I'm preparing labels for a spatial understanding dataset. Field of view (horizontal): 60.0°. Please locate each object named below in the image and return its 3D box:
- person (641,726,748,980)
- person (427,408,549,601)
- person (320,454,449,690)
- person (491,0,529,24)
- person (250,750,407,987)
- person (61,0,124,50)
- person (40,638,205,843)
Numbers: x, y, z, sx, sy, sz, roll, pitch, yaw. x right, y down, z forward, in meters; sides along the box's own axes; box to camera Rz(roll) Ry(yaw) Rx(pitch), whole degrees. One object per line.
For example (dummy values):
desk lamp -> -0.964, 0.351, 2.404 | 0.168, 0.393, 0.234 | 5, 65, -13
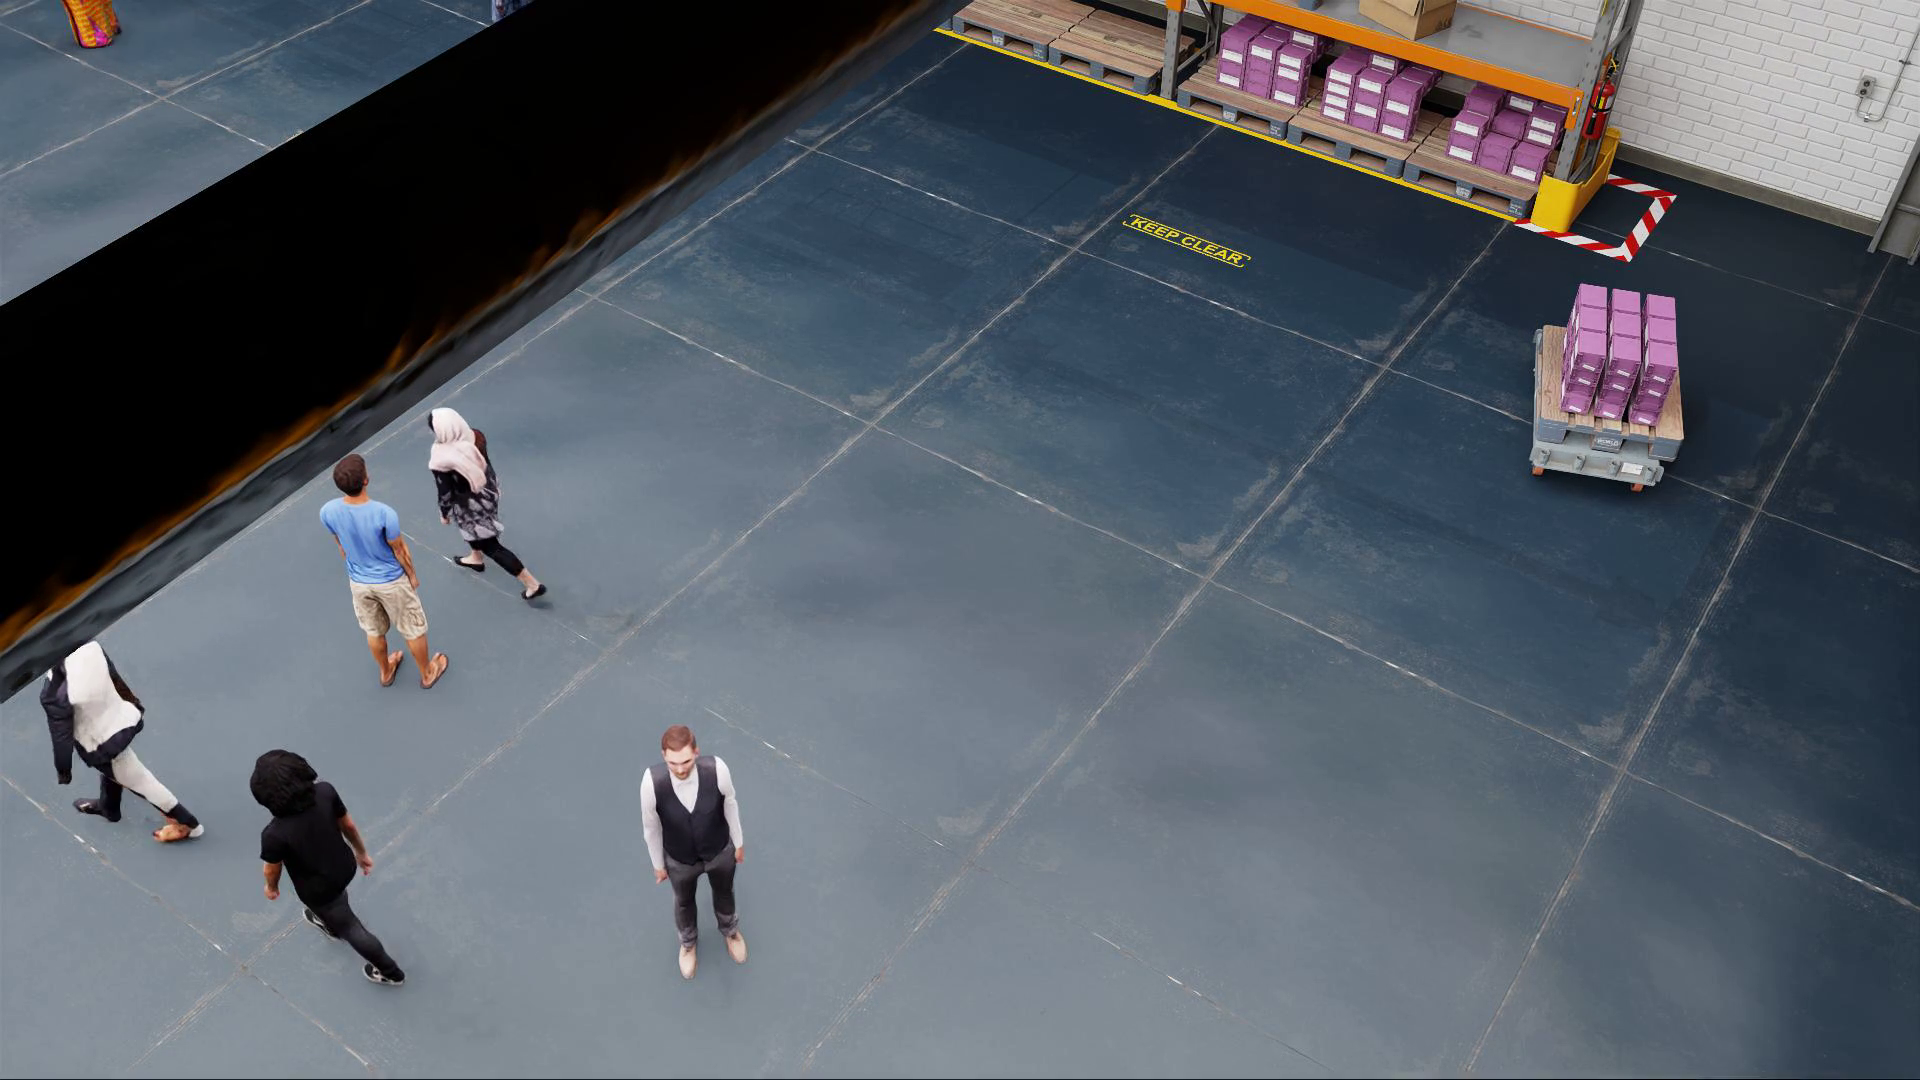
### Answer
person -> -1.419, 1.649, 8.989 | 0.742, 1.938, 0.775 | -11, 45, -12
person -> -3.202, -0.211, 11.195 | 1.147, 1.587, 0.834 | 13, 45, 13
person -> -3.681, 0.229, 10.534 | 0.677, 1.862, 0.789 | 3, 44, 3
person -> -4.377, -5.431, 16.532 | 0.681, 1.784, 0.683 | 21, 48, 21
person -> -3.332, 1.830, 8.897 | 1.056, 1.802, 0.729 | 18, 47, 18
person -> -9.167, -5.878, 17.085 | 0.858, 1.668, 0.789 | -15, 46, -16
person -> -4.827, 1.134, 9.586 | 1.195, 1.859, 1.074 | 0, 44, 0
